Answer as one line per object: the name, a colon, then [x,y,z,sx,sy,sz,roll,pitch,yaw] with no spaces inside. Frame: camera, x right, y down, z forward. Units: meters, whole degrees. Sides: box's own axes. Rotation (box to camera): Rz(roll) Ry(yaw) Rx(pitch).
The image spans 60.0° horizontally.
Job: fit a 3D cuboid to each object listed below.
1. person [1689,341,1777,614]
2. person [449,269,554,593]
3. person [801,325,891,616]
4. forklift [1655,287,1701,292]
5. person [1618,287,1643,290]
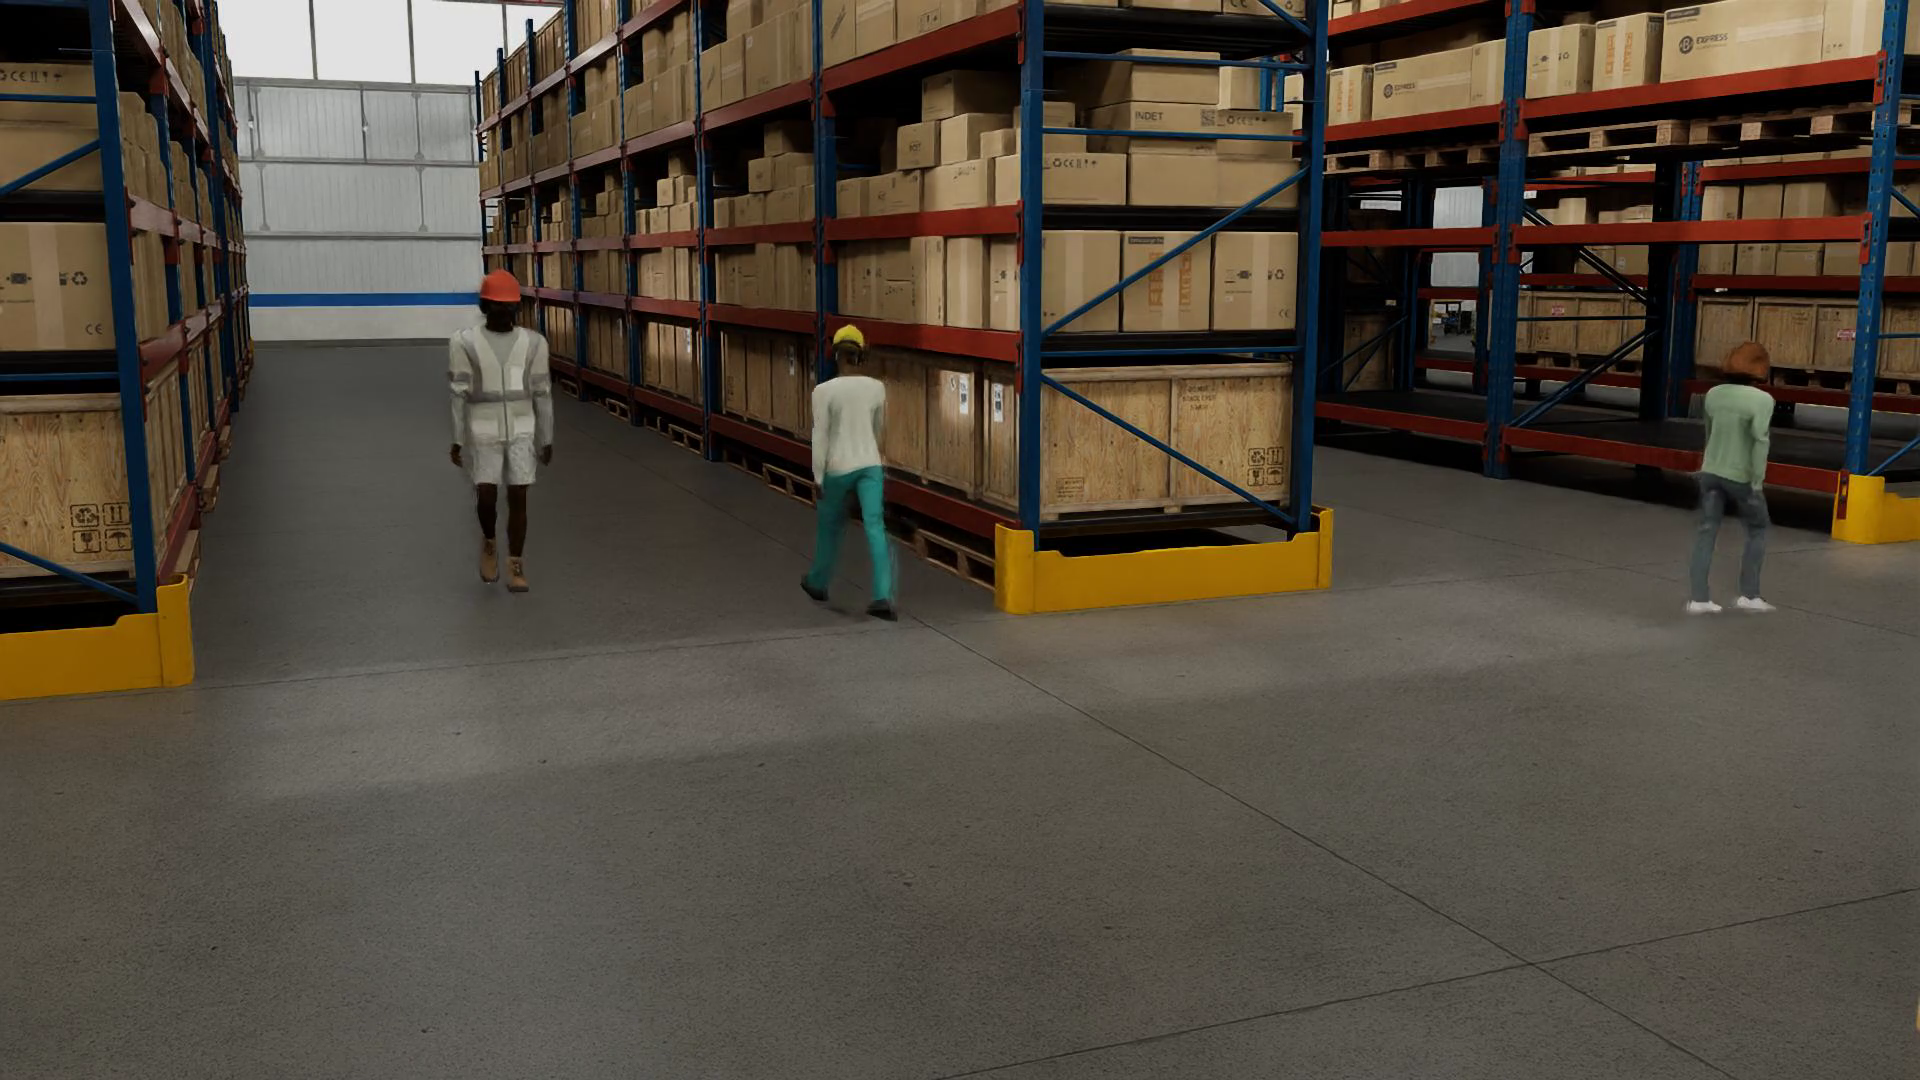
person: [4.582,-0.357,9.781,0.599,1.611,0.517,-5,11,-26]
person: [-2.862,-0.670,10.421,0.642,2.029,0.436,-4,10,-24]
person: [-0.660,-0.418,9.899,0.521,1.698,0.979,-5,11,-29]
forklift: [13.563,-4.612,31.488,1.873,2.768,1.129,-4,10,-22]
person: [16.507,-5.736,41.136,0.407,1.908,0.641,-7,12,-37]
